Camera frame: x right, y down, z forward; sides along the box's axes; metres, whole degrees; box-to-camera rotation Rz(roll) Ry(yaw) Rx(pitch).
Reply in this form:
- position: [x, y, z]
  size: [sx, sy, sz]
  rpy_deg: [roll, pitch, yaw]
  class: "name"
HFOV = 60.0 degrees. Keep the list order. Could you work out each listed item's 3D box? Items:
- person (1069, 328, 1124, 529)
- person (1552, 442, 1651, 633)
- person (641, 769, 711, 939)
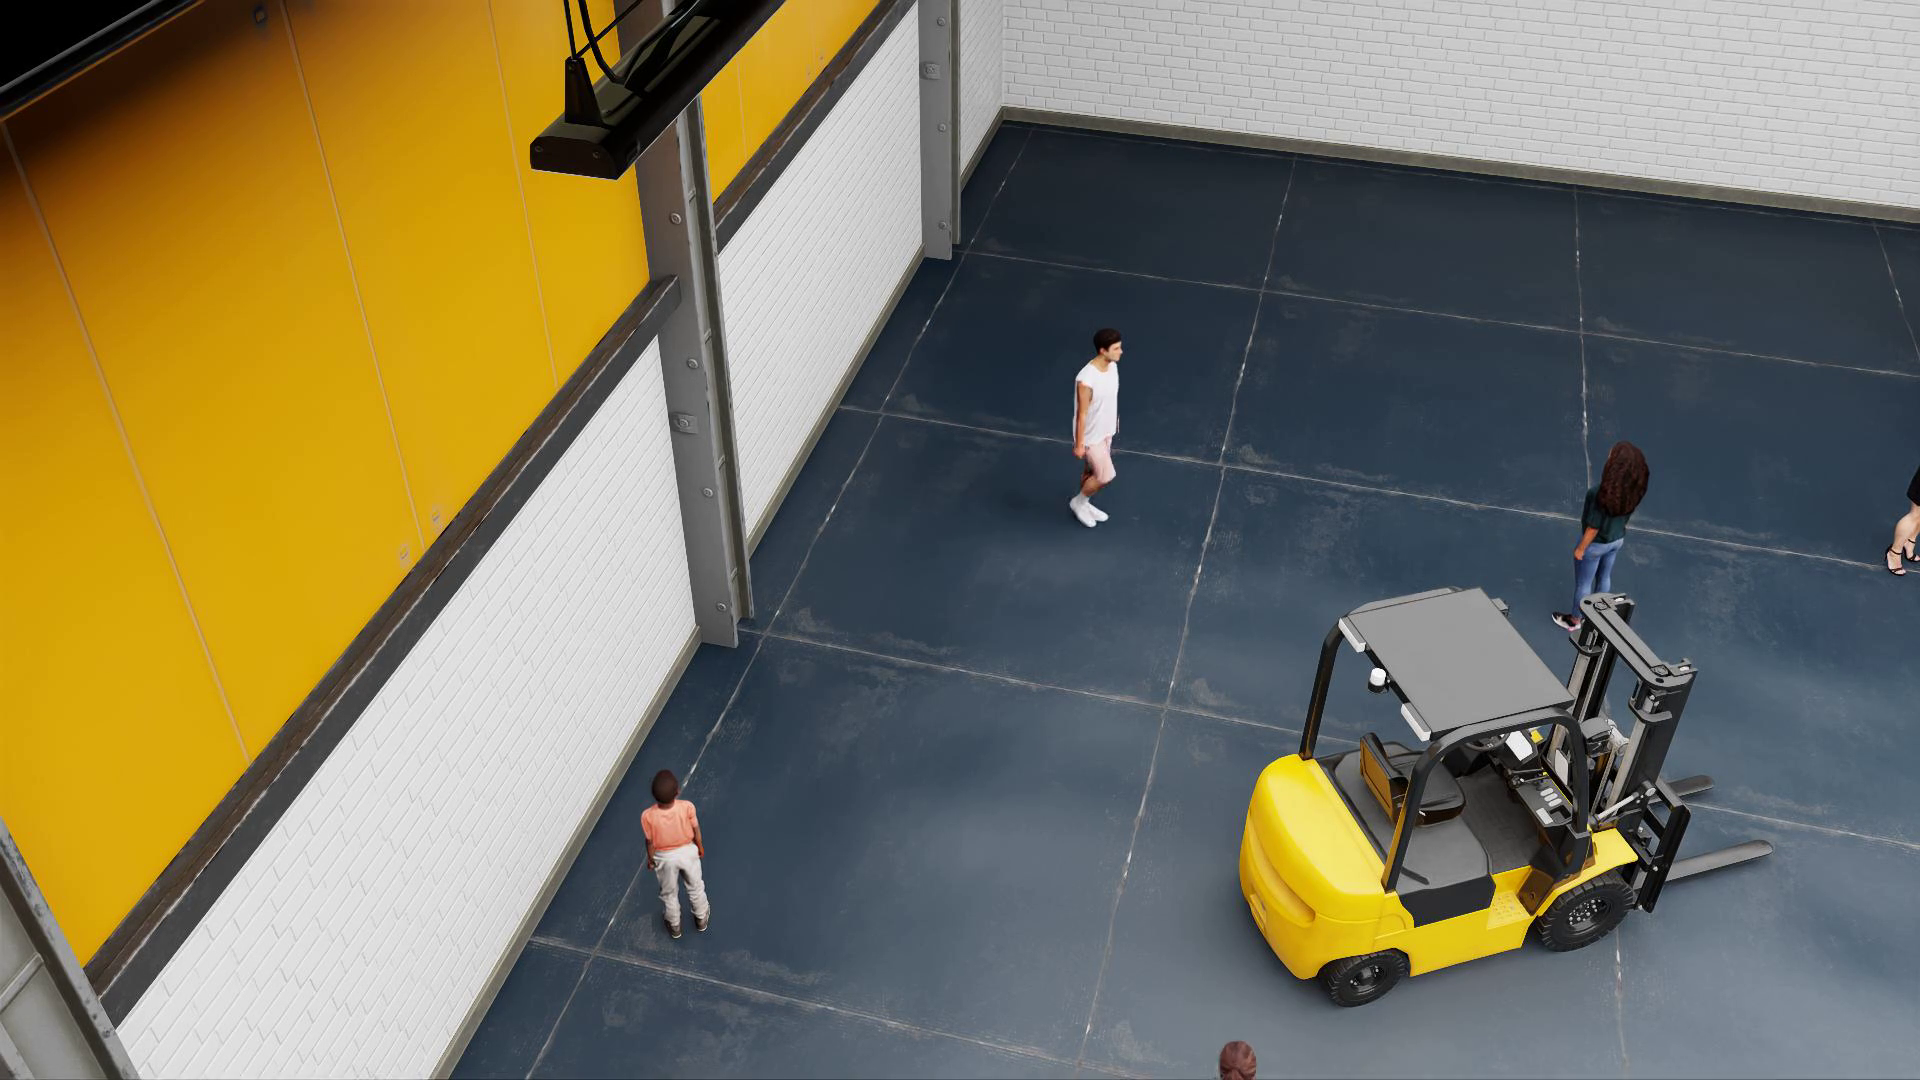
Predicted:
- position: [0.973, -0.883, 12.905]
  size: [0.804, 1.773, 0.691]
  rpy_deg: [21, 43, 25]
  class: "person"
- position: [4.611, -0.012, 11.940]
  size: [0.712, 1.616, 0.765]
  rpy_deg: [-16, 41, -19]
  class: "person"
- position: [-1.690, 1.856, 9.848]
  size: [0.562, 1.310, 0.590]
  rpy_deg: [-10, 40, -13]
  class: "person"
